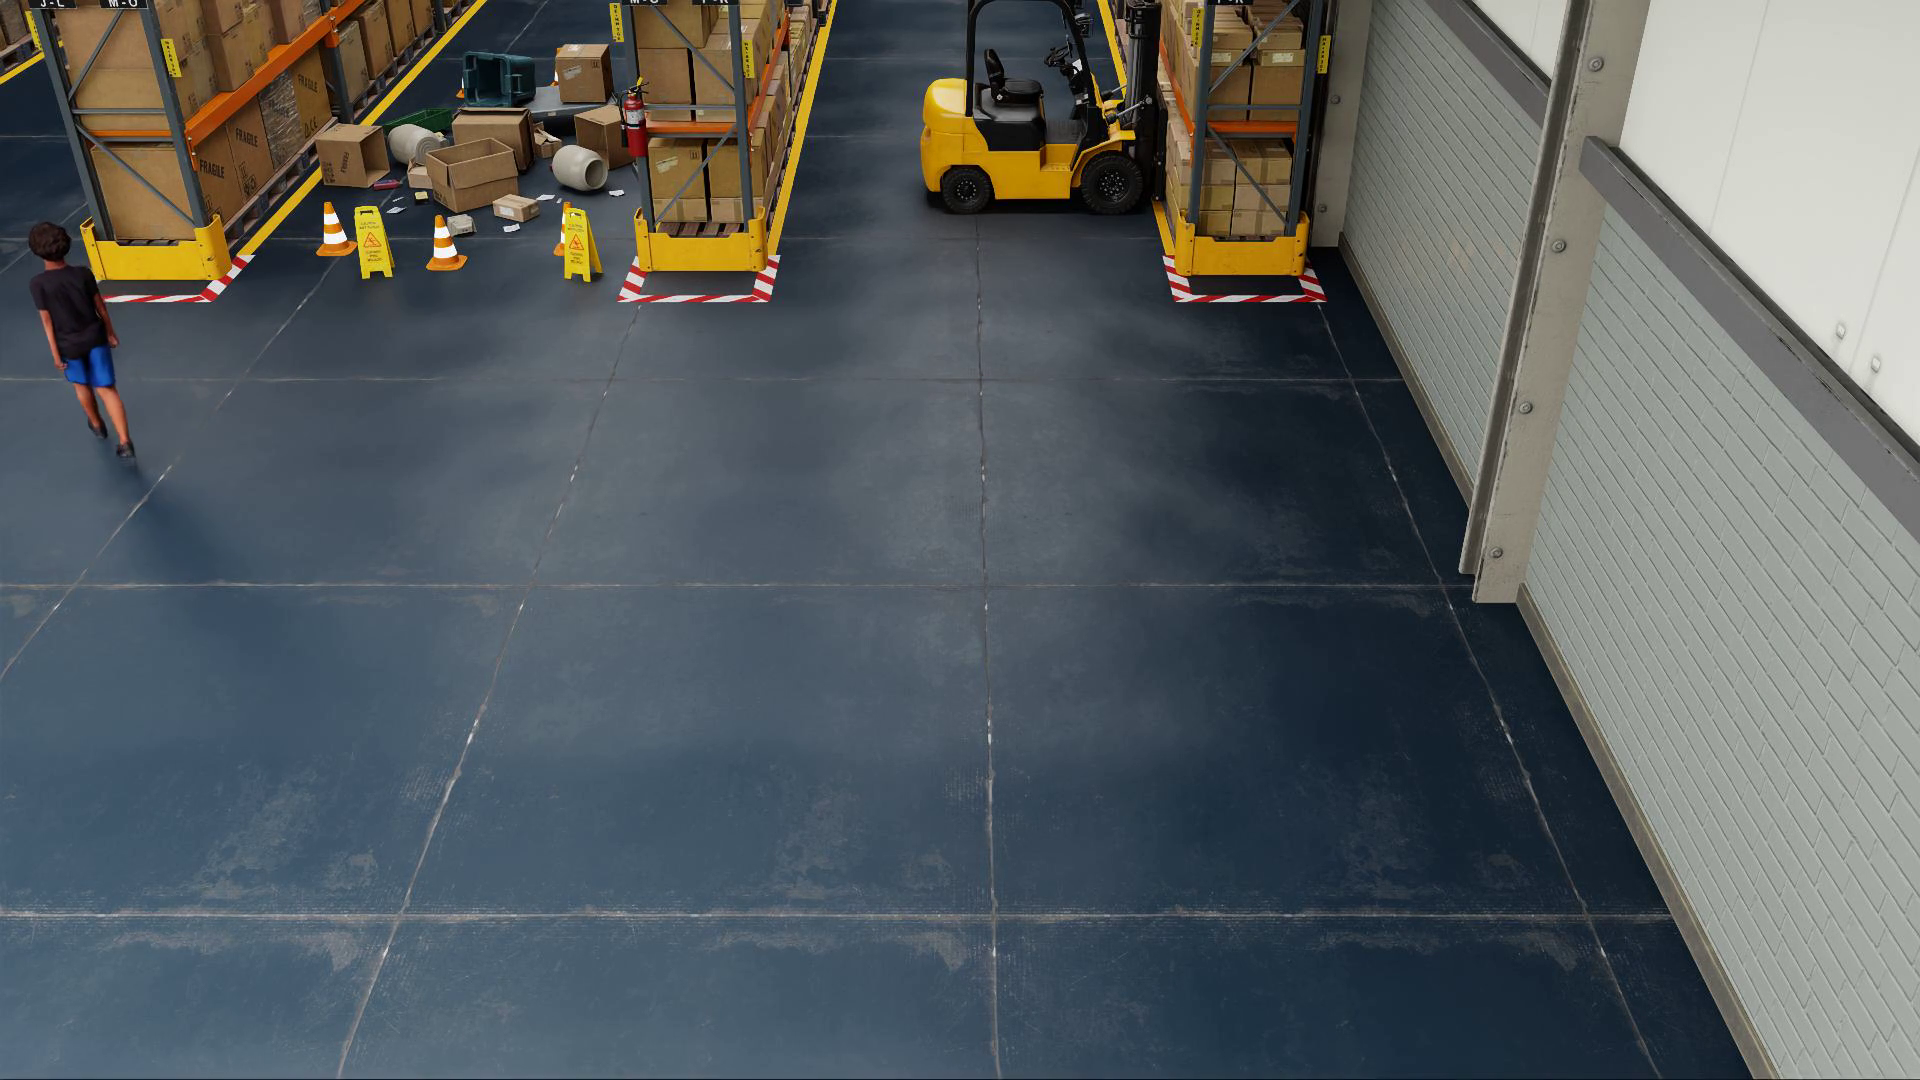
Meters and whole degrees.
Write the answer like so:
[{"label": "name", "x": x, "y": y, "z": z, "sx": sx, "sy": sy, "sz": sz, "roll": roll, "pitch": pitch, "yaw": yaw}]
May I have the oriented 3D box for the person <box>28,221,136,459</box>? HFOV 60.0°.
[{"label": "person", "x": -6.273, "y": -1.378, "z": 11.939, "sx": 1.071, "sy": 1.760, "sz": 1.226, "roll": -21, "pitch": 38, "yaw": -30}]
